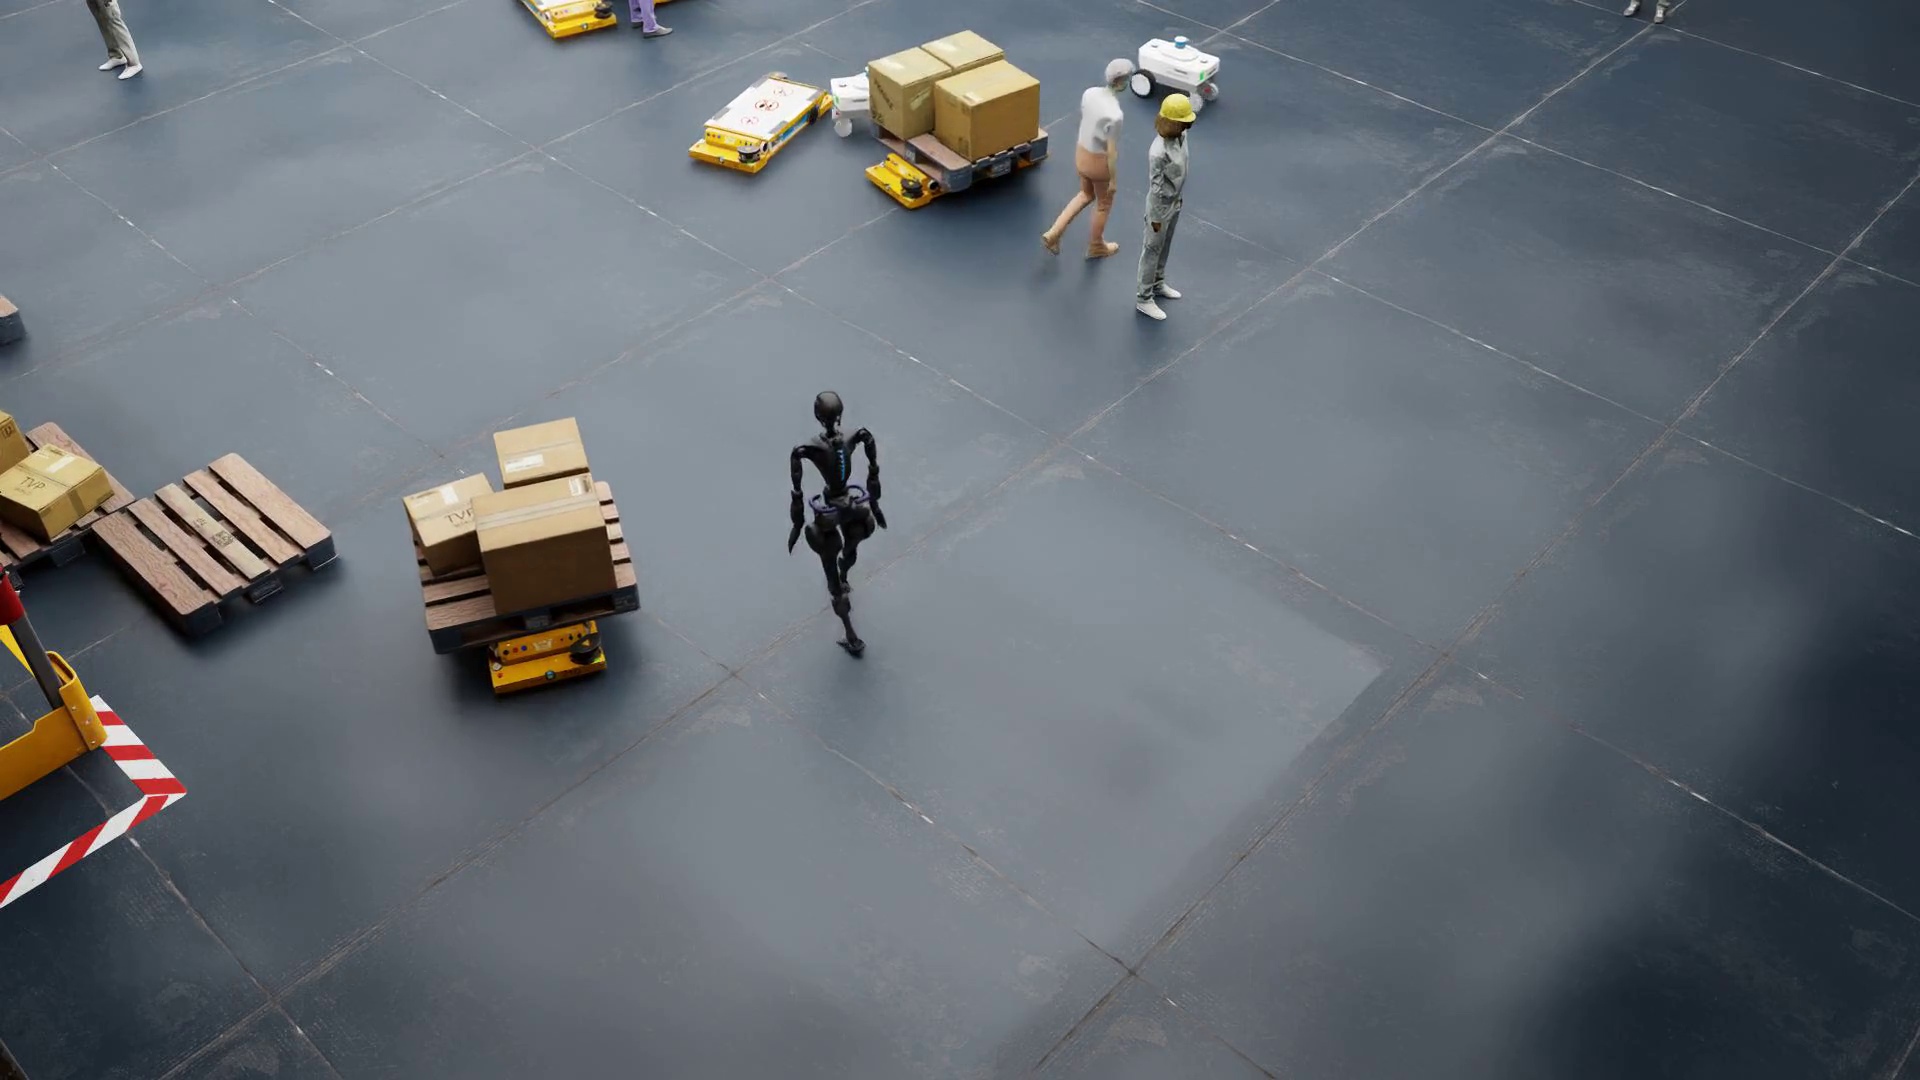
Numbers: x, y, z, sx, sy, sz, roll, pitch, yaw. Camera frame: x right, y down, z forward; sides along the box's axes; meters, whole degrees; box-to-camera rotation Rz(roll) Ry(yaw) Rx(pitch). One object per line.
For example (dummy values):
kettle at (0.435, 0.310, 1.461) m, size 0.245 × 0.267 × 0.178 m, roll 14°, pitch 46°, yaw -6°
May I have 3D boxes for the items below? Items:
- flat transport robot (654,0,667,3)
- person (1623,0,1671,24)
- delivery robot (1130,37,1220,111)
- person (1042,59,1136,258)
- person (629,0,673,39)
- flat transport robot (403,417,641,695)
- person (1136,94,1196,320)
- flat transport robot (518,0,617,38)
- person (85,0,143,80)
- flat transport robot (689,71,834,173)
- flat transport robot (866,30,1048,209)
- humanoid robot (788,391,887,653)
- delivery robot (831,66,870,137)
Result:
flat transport robot at (-3.214, -5.908, 17.093) m, size 0.659 × 0.231 × 1.431 m, roll -24°, pitch 47°, yaw -24°
person at (6.790, -5.896, 15.912) m, size 0.568 × 1.832 × 0.403 m, roll 18°, pitch 45°, yaw 19°
delivery robot at (1.954, -4.255, 15.047) m, size 0.795 × 0.602 × 0.499 m, roll 27°, pitch 48°, yaw 26°
person at (0.979, -2.843, 12.608) m, size 0.591 × 1.711 × 0.540 m, roll -19°, pitch 45°, yaw -20°
person at (-3.040, -5.648, 15.633) m, size 0.378 × 1.835 × 0.564 m, roll -26°, pitch 48°, yaw -26°
flat transport robot at (-2.619, 0.324, 10.166) m, size 0.659 × 0.231 × 1.431 m, roll -13°, pitch 44°, yaw -14°
person at (1.515, -2.450, 12.147) m, size 0.295 × 1.743 × 0.492 m, roll 19°, pitch 45°, yaw 20°
flat transport robot at (-3.990, -5.403, 16.531) m, size 0.659 × 0.231 × 1.431 m, roll -21°, pitch 46°, yaw -22°
person at (-7.836, -4.991, 15.049) m, size 0.521 × 1.636 × 0.309 m, roll 28°, pitch 49°, yaw 28°
flat transport robot at (-1.725, -3.684, 14.621) m, size 0.659 × 0.231 × 1.431 m, roll 18°, pitch 45°, yaw 19°
flat transport robot at (-0.031, -3.234, 14.120) m, size 1.431 × 0.231 × 0.659 m, roll -26°, pitch 48°, yaw -26°
humanoid robot at (-0.725, -0.149, 9.675) m, size 0.609 × 1.635 × 0.738 m, roll -20°, pitch 46°, yaw -21°
delivery robot at (-0.767, -3.881, 14.604) m, size 0.739 × 0.566 × 0.499 m, roll -7°, pitch 42°, yaw -7°
